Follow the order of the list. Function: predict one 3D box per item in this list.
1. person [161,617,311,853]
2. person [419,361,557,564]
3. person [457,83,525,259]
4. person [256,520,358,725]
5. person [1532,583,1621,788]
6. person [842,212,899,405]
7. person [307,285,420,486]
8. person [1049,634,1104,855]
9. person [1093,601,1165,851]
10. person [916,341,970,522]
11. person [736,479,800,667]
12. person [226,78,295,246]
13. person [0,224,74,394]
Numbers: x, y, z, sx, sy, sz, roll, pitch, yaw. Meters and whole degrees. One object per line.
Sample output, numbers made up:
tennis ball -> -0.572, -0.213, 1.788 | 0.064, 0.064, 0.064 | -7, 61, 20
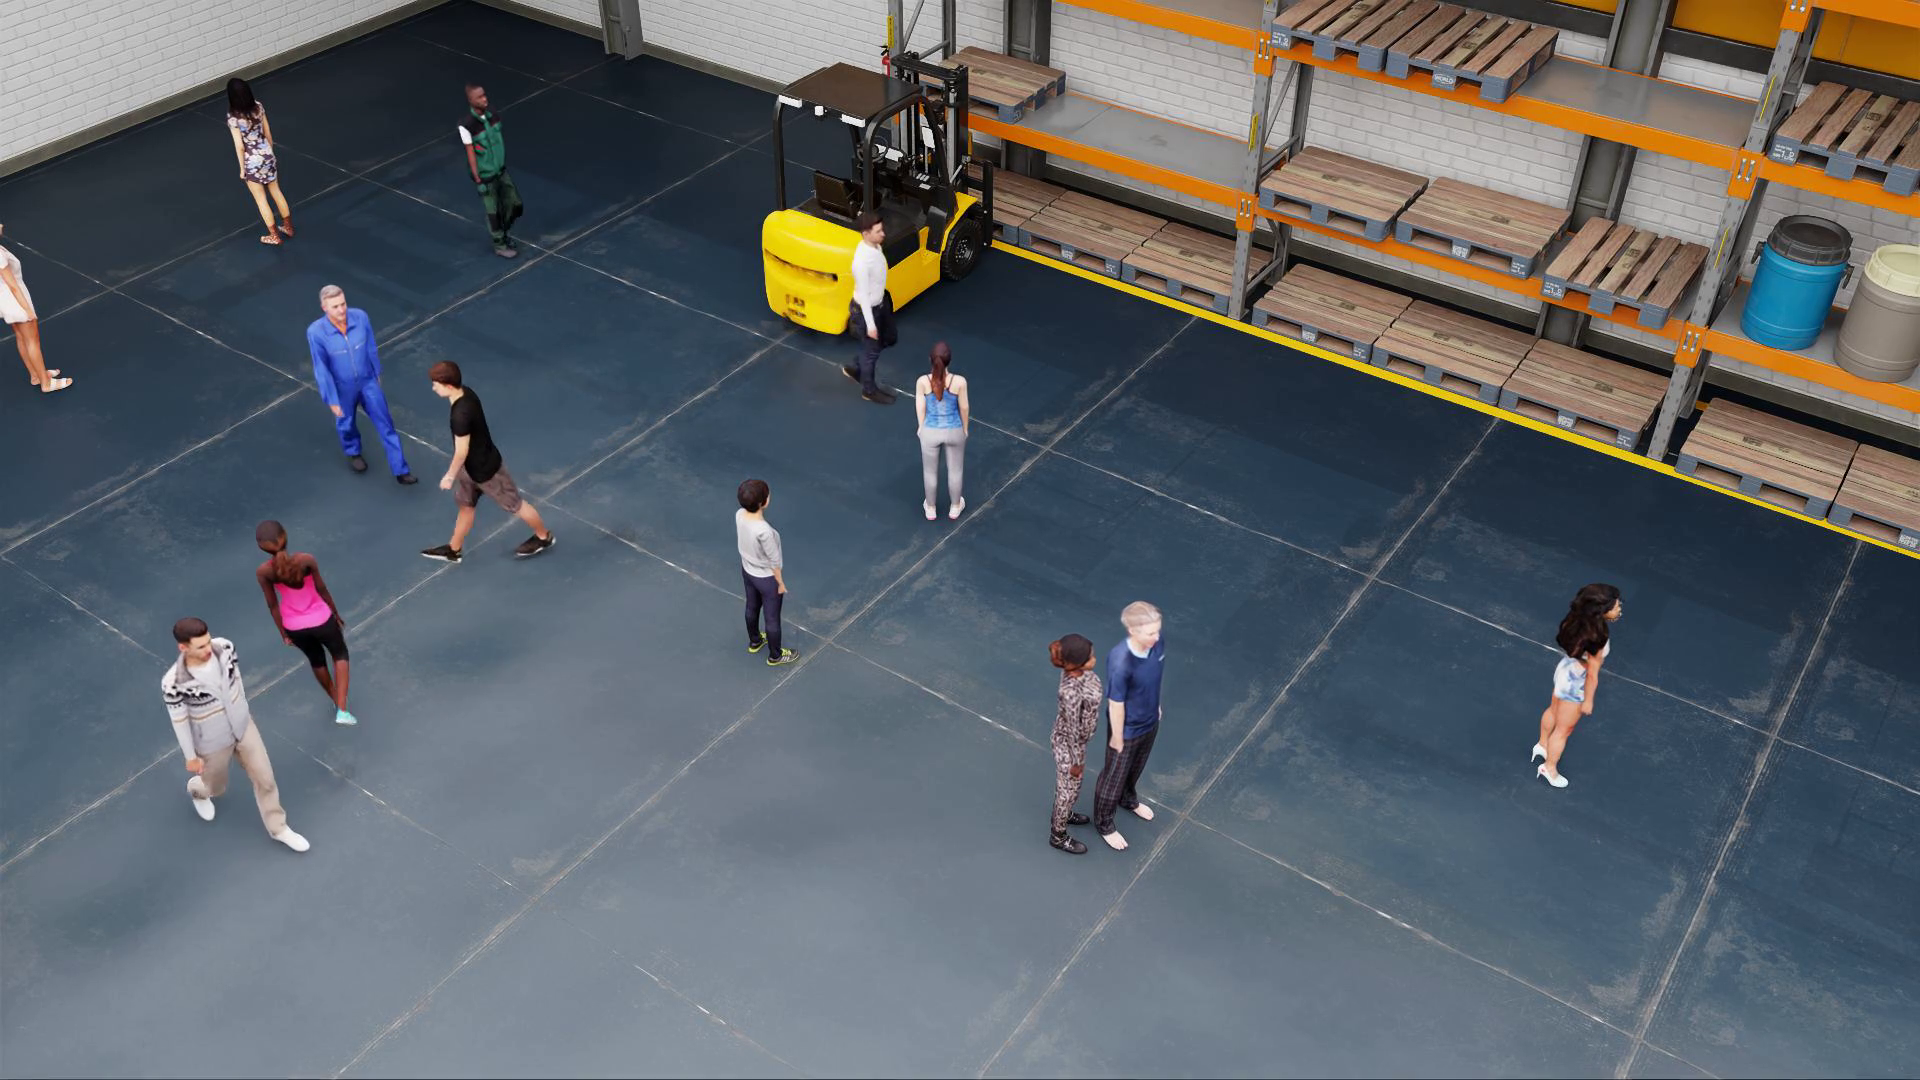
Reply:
person -> -4.648, 1.167, 10.334 | 1.138, 1.833, 0.740 | 22, 43, 25
person -> -3.495, -0.572, 12.532 | 1.142, 1.808, 1.258 | -15, 41, -17
person -> -4.685, -3.623, 16.336 | 0.691, 1.827, 0.697 | 20, 43, 24
person -> -4.356, 0.623, 11.118 | 0.844, 1.704, 0.930 | -8, 39, -10
person -> 3.991, 0.929, 10.798 | 0.684, 1.627, 0.655 | 5, 39, 6
person -> -0.866, -1.998, 14.281 | 0.847, 1.853, 0.770 | 9, 39, 11
person -> -4.956, -1.276, 13.432 | 0.942, 1.784, 1.242 | -28, 46, -30
person -> 0.698, 1.244, 10.333 | 0.693, 1.714, 0.669 | 5, 39, 6
person -> 1.065, 1.116, 10.368 | 0.564, 1.870, 0.673 | 28, 46, 30
person -> -0.138, -0.853, 13.042 | 0.641, 1.610, 0.720 | 0, 39, 0
person -> -1.411, 0.221, 11.742 | 0.642, 1.554, 0.480 | -31, 48, -33
person -> -7.017, -3.781, 16.610 | 0.536, 1.733, 0.622 | 19, 42, 22
person -> -8.248, -2.072, 14.498 | 0.539, 1.697, 0.661 | 31, 48, 33
